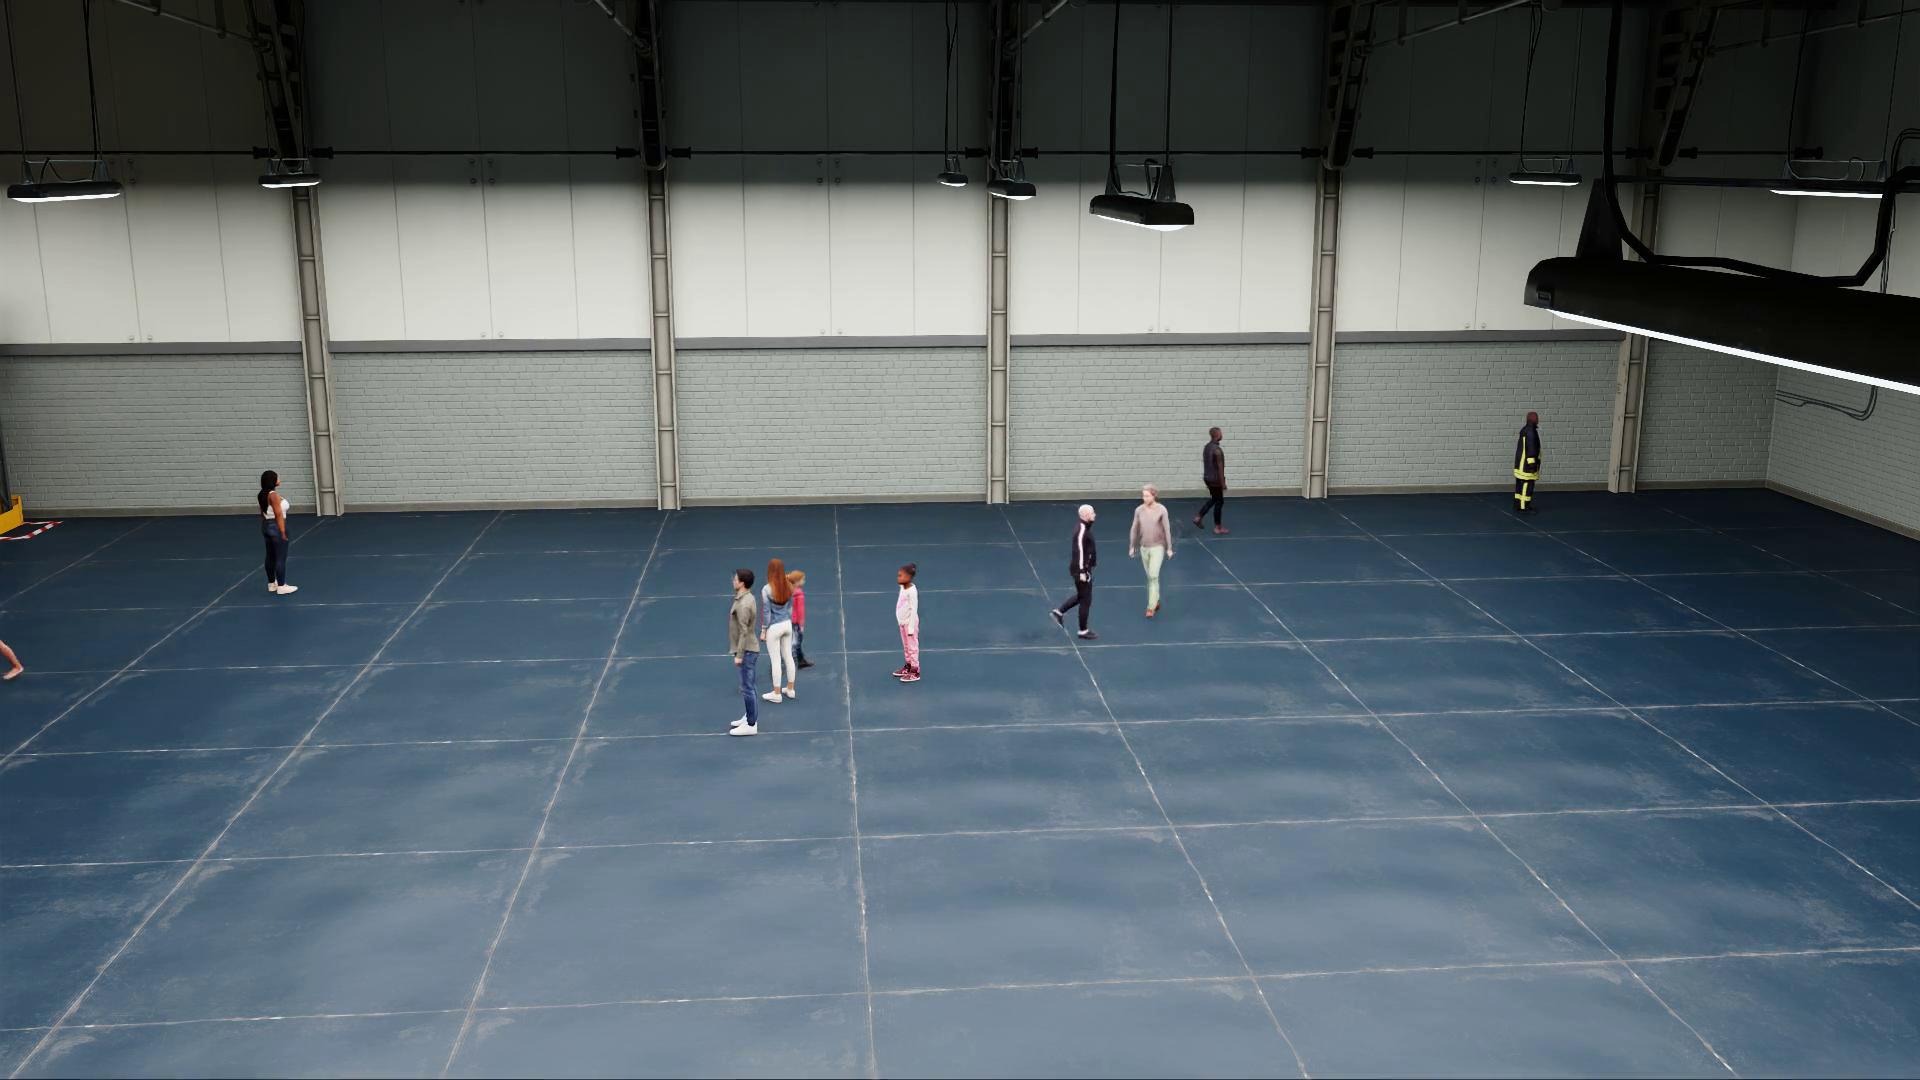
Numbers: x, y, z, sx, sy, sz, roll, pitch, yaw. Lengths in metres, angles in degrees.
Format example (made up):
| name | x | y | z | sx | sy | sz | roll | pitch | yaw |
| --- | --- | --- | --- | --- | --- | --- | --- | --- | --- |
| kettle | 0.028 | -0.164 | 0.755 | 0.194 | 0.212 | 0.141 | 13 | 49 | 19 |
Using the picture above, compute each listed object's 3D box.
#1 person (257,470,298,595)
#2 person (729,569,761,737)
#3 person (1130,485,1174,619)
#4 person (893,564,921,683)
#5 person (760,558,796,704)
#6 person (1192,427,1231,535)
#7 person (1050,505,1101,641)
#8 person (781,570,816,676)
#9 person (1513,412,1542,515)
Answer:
| name | x | y | z | sx | sy | sz | roll | pitch | yaw |
| --- | --- | --- | --- | --- | --- | --- | --- | --- | --- |
| person | -10.016 | -0.125 | 24.281 | 0.747 | 1.809 | 0.805 | 11 | 17 | 40 |
| person | -2.355 | 1.222 | 18.342 | 0.582 | 1.865 | 0.703 | -1 | 13 | -2 |
| person | 2.711 | 0.133 | 23.101 | 1.106 | 1.839 | 1.118 | 8 | 15 | 31 |
| person | -0.627 | 0.989 | 20.278 | 0.575 | 1.445 | 0.604 | -5 | 14 | -22 |
| person | -2.112 | 1.048 | 19.454 | 0.662 | 1.702 | 0.743 | -13 | 18 | -43 |
| person | 4.226 | -0.992 | 27.987 | 0.900 | 1.827 | 0.781 | -3 | 13 | -13 |
| person | 1.512 | 0.429 | 21.870 | 0.957 | 1.819 | 0.767 | 1 | 13 | 6 |
| person | -2.076 | 1.027 | 20.449 | 0.950 | 1.294 | 0.784 | -10 | 16 | -36 |
| person | 10.156 | -1.404 | 29.776 | 0.693 | 1.822 | 0.770 | 0 | 13 | 2 |
